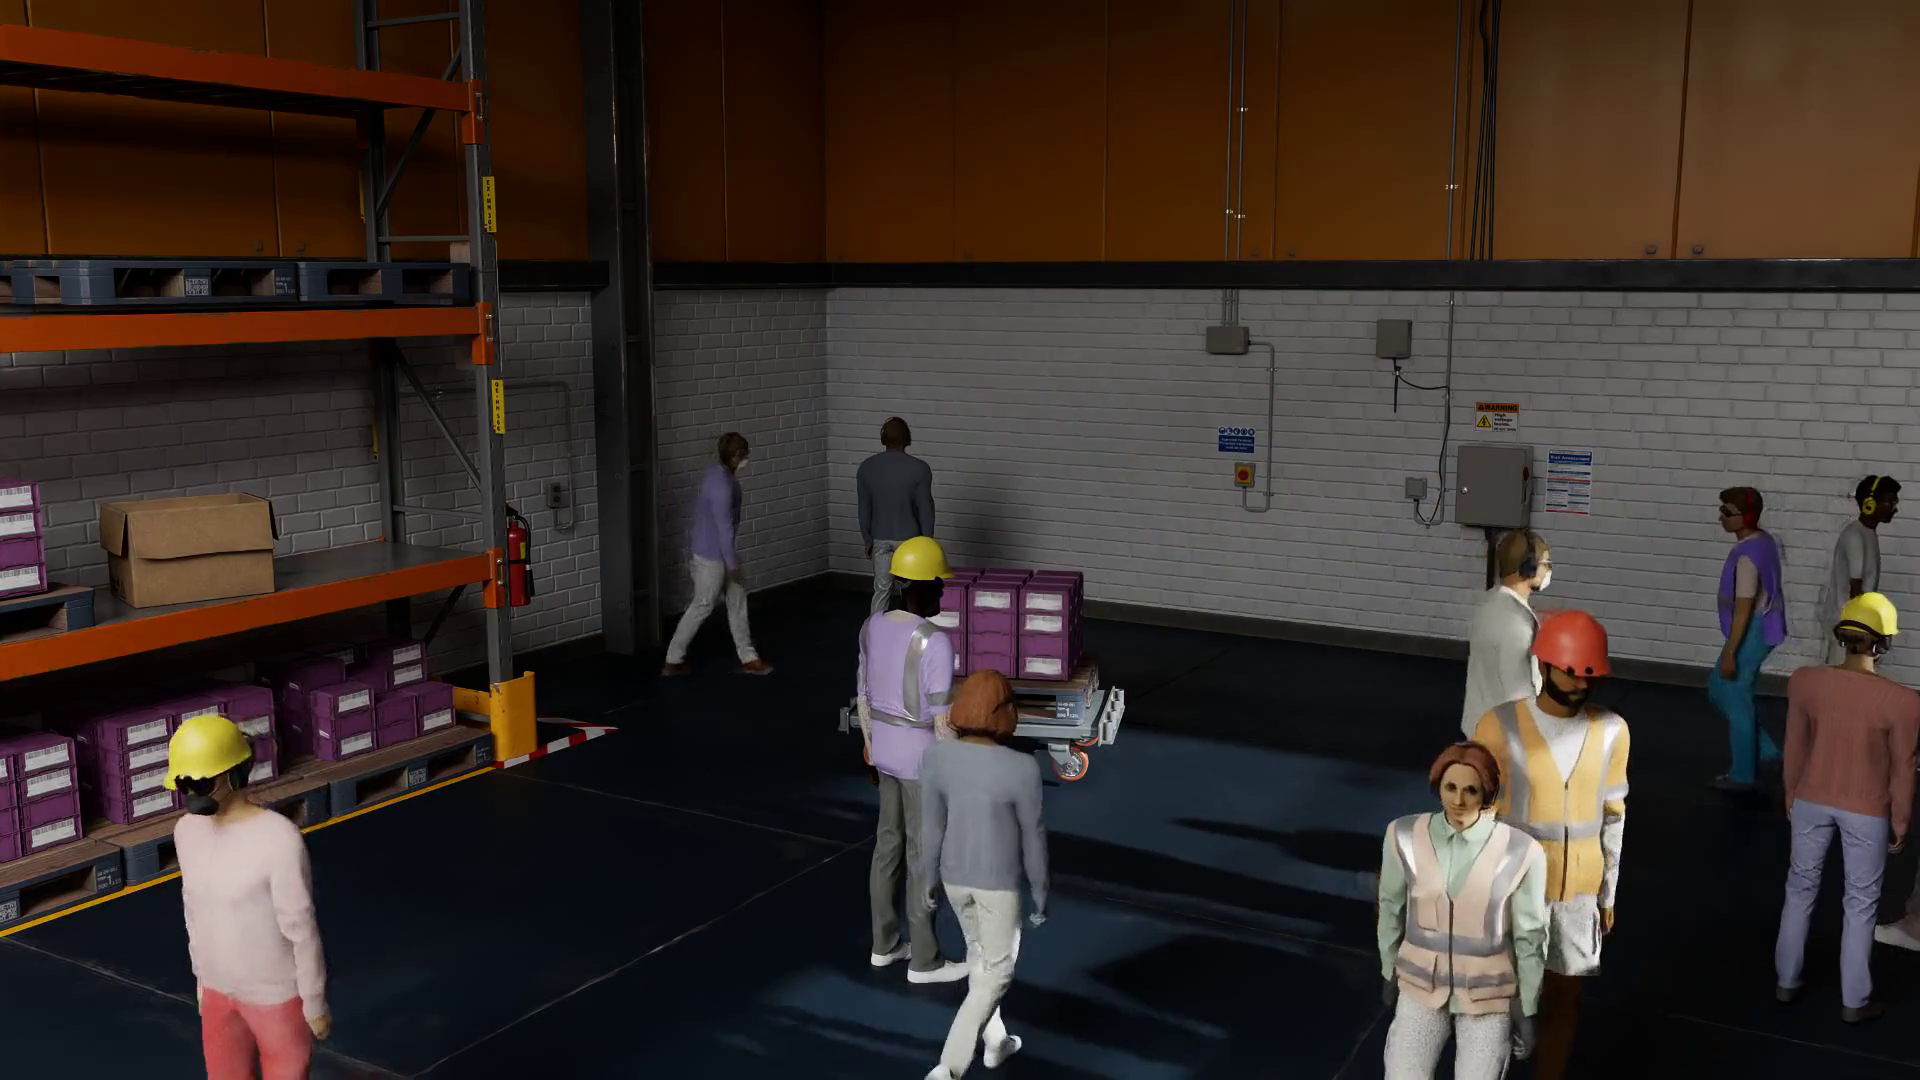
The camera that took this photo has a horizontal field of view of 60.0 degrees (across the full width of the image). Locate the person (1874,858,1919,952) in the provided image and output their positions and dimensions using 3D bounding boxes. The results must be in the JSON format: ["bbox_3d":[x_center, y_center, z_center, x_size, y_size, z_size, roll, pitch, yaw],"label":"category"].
[{"bbox_3d":[4.508,0.964,7.186,0.631,1.862,0.892,-8,12,-39],"label":"person"}]

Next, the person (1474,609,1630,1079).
[{"bbox_3d":[2.010,1.158,5.785,0.561,1.917,0.582,-1,9,-5],"label":"person"}]

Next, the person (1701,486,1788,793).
[{"bbox_3d":[4.535,0.589,9.613,0.438,1.821,0.613,5,11,30],"label":"person"}]

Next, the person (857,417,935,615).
[{"bbox_3d":[-0.484,0.016,12.838,0.630,1.940,0.372,3,10,21],"label":"person"}]

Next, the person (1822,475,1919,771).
[{"bbox_3d":[5.497,0.530,9.969,0.890,1.826,0.531,7,11,36],"label":"person"}]

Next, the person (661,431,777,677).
[{"bbox_3d":[-1.849,0.117,12.448,0.857,1.883,0.646,0,9,1],"label":"person"}]

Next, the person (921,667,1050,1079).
[{"bbox_3d":[0.063,1.263,6.085,0.510,1.606,0.745,6,11,31],"label":"person"}]

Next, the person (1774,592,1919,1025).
[{"bbox_3d":[3.606,1.081,6.763,0.330,1.760,0.519,-8,12,-40],"label":"person"}]

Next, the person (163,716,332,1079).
[{"bbox_3d":[-2.103,1.348,5.138,0.553,1.732,0.669,4,10,25],"label":"person"}]

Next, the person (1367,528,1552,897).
[{"bbox_3d":[2.356,0.889,7.509,0.901,1.908,0.644,2,9,13],"label":"person"}]

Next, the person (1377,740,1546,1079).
[{"bbox_3d":[1.541,1.406,5.141,0.518,1.625,0.409,5,10,27],"label":"person"}]

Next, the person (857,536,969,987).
[{"bbox_3d":[-0.188,0.936,7.131,0.377,1.924,0.594,-8,12,-40],"label":"person"}]
